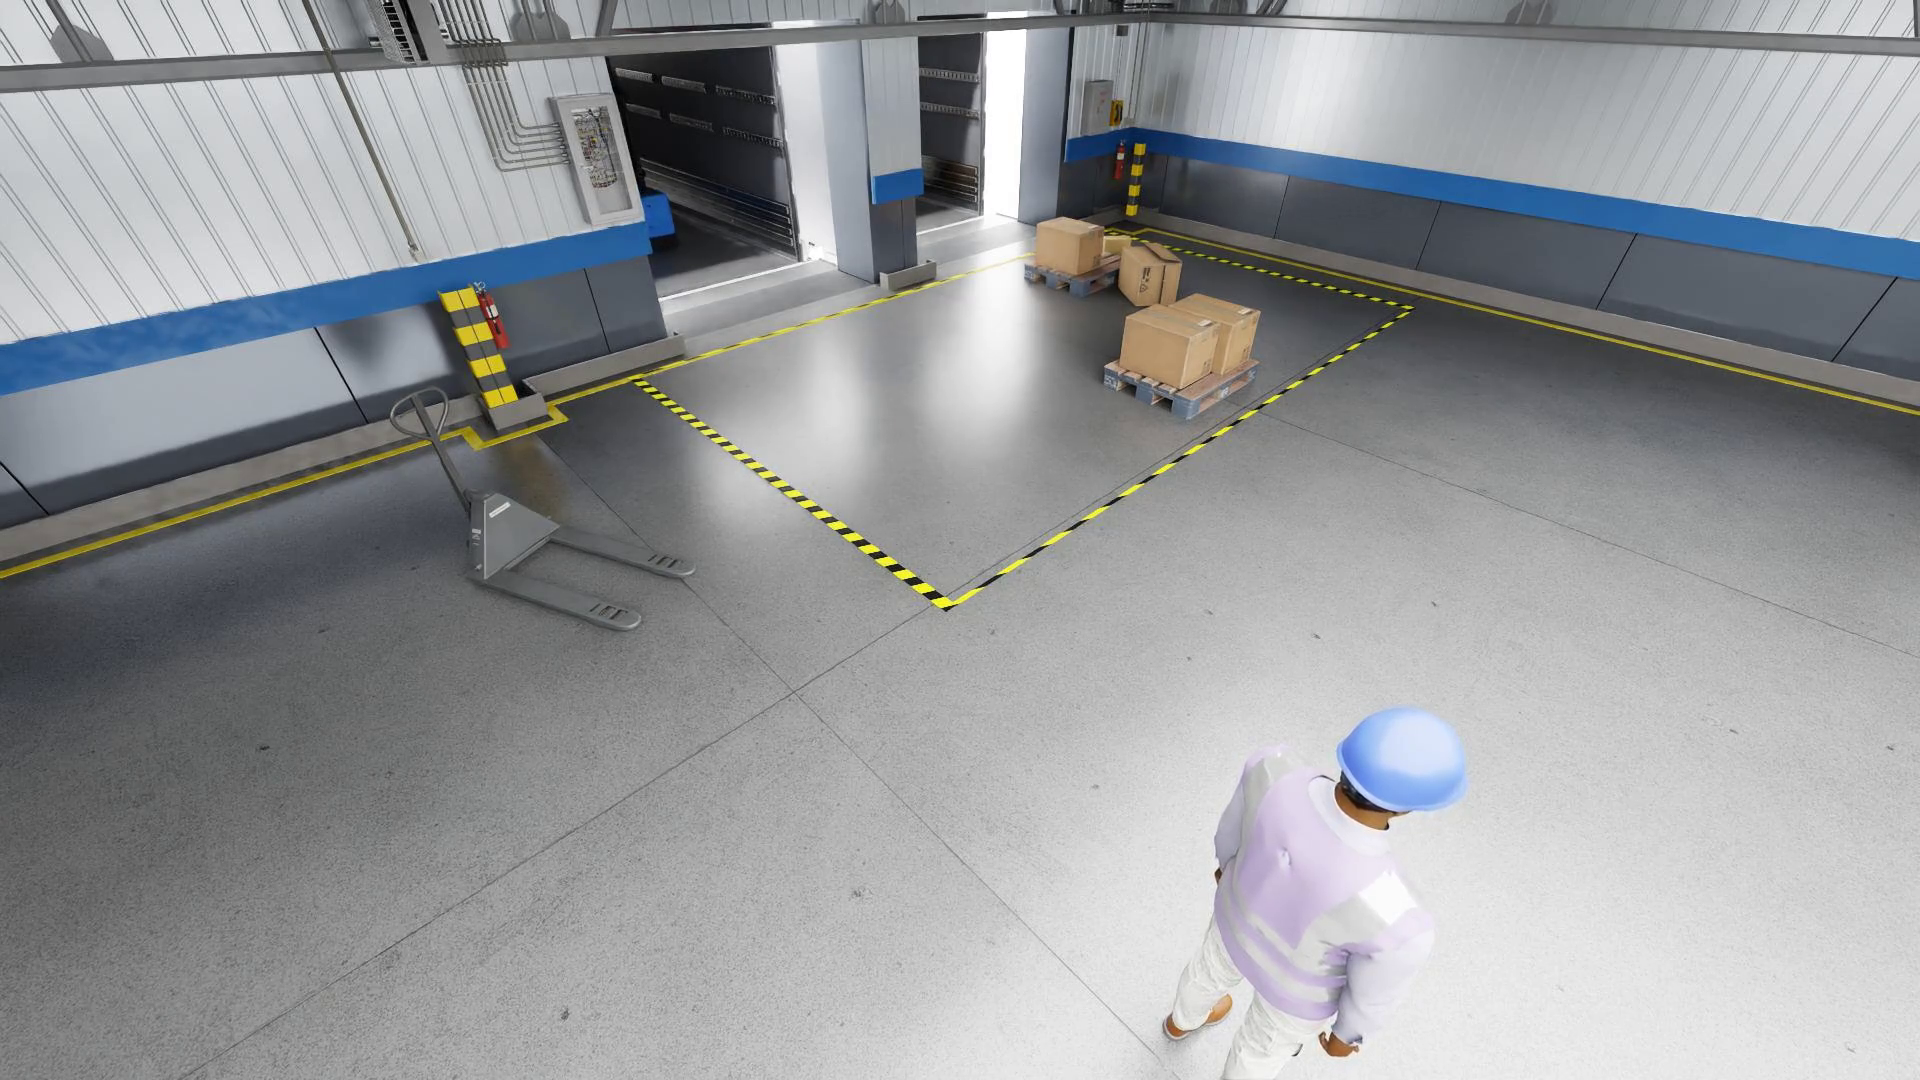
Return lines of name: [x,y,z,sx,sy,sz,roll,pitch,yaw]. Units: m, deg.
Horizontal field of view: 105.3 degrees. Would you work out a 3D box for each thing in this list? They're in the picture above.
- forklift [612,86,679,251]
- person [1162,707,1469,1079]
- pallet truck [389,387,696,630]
forklift: [-4.690,-5.153,10.284,0.716,2.013,0.776,-30,47,-33]
person: [0.973,1.173,2.175,0.404,1.945,0.613,-12,39,-15]
pallet truck: [-2.613,-0.247,4.593,1.601,1.201,0.680,14,40,17]
